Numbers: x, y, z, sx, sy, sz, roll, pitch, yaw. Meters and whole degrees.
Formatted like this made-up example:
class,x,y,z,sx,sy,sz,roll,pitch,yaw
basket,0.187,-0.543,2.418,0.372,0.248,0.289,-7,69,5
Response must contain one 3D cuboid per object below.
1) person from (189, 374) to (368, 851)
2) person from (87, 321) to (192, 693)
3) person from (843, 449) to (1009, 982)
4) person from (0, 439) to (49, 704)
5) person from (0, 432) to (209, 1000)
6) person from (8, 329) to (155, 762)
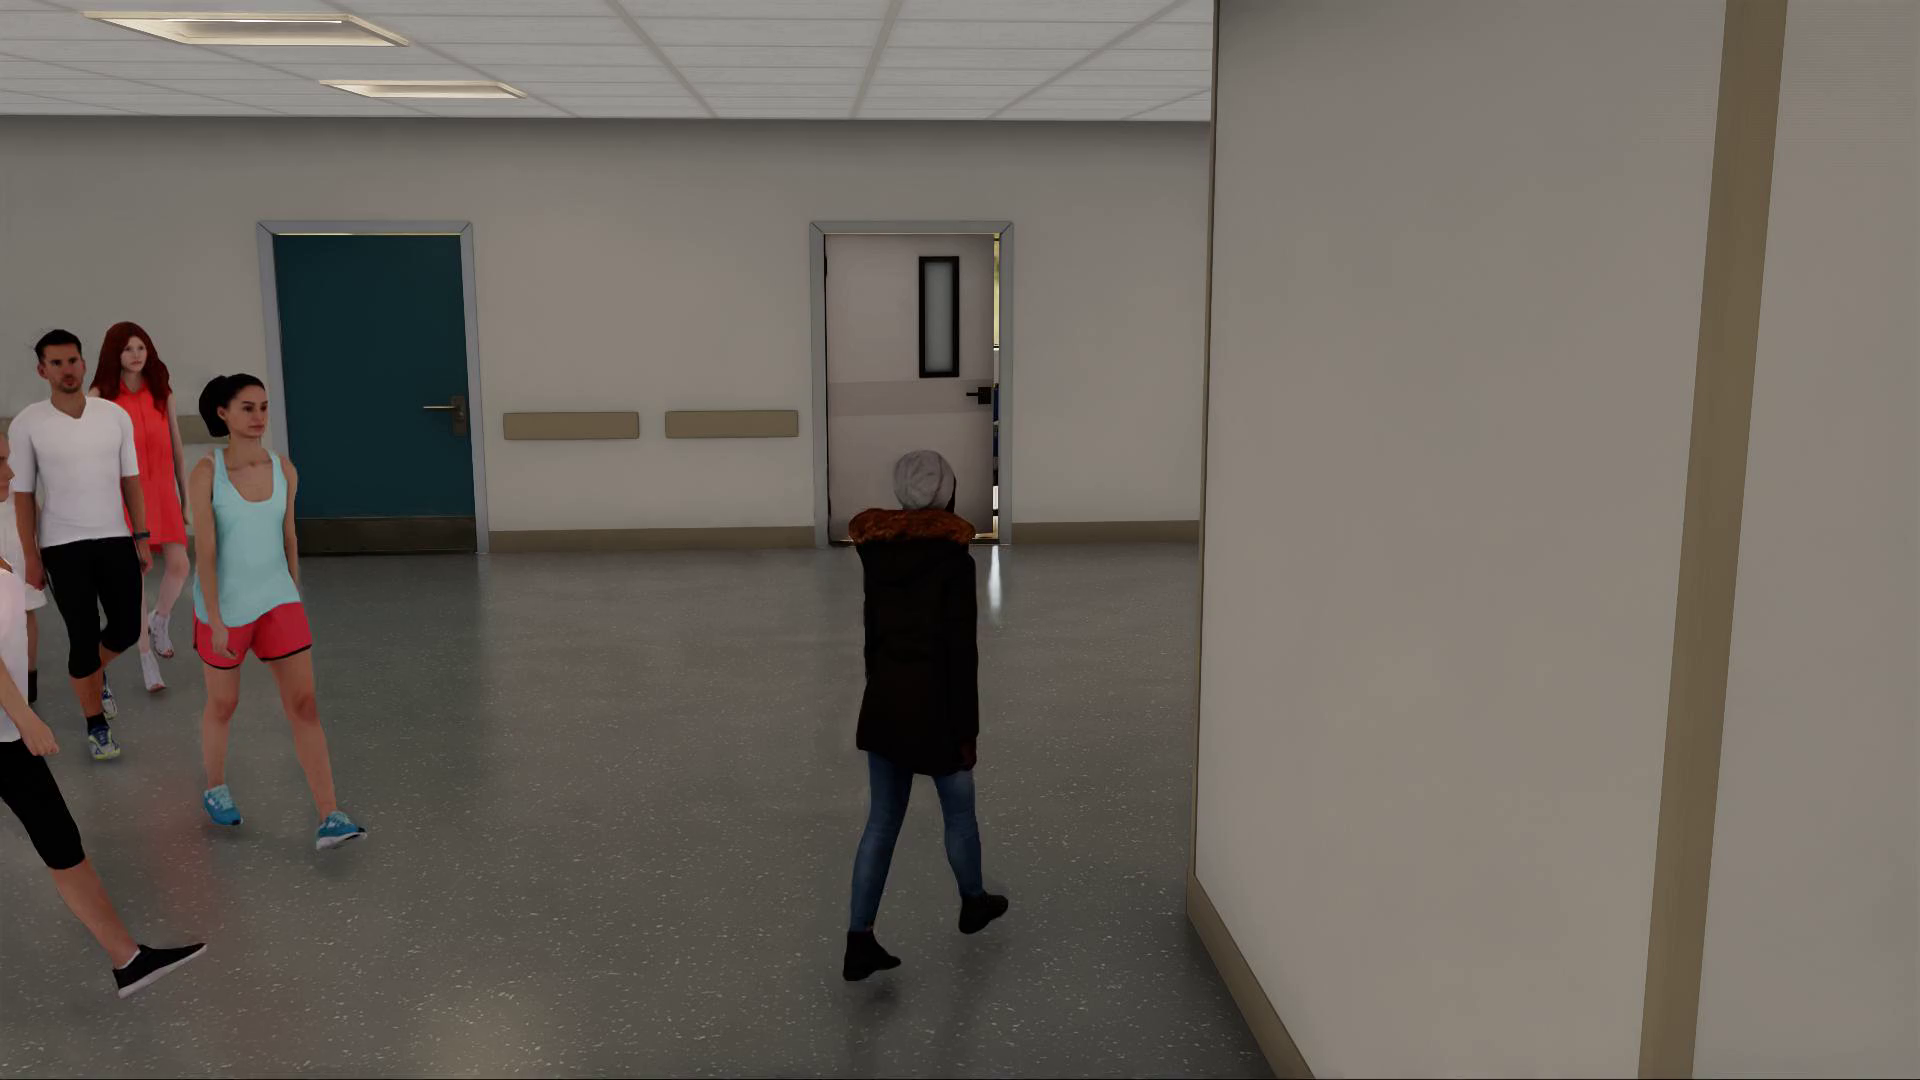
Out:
class,x,y,z,sx,sy,sz,roll,pitch,yaw
person,-2.658,0.294,6.092,1.191,1.711,1.160,10,14,42
person,-4.077,-0.163,8.223,0.806,1.814,0.851,-8,14,-38
person,-0.171,0.557,5.021,1.059,1.593,1.067,7,13,33
person,-4.649,0.021,7.988,0.753,1.541,0.772,-5,12,-24
person,-2.829,0.576,4.558,1.208,1.729,0.713,-3,11,-15
person,-3.834,0.008,7.258,0.997,1.837,1.034,-10,15,-43
